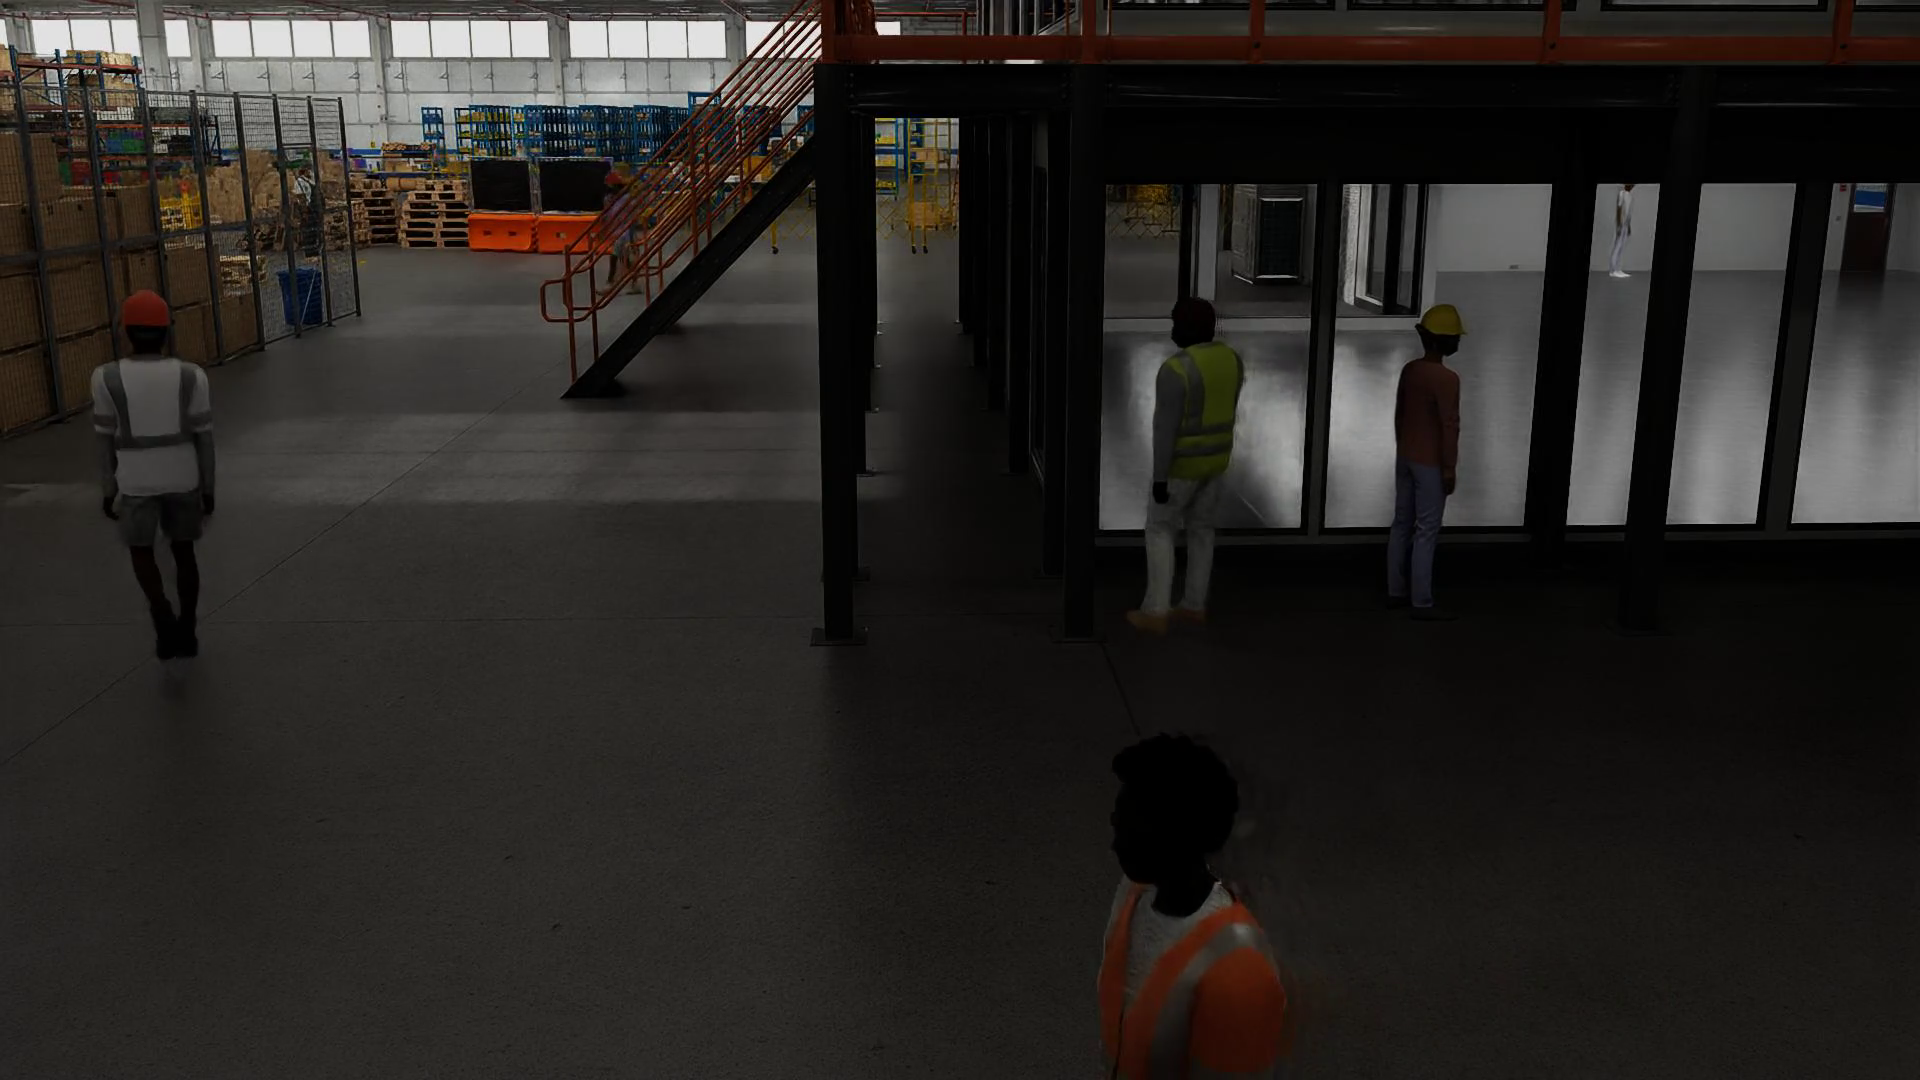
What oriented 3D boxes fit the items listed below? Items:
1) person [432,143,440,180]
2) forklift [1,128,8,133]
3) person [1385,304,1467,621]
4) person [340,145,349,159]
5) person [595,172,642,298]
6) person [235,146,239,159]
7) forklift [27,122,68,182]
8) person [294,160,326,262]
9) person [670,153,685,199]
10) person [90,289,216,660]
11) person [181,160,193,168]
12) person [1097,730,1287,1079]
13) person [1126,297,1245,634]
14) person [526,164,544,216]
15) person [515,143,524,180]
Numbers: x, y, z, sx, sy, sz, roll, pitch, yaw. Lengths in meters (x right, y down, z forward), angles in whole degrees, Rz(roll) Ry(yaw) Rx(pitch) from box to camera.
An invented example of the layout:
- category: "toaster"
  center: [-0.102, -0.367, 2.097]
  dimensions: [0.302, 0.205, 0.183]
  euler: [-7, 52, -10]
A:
- category: "person"
  center: [-25.778, -18.642, 81.981]
  dimensions: [0.664, 1.829, 0.565]
  euler: [-4, 15, -15]
- category: "forklift"
  center: [-37.615, -15.273, 66.378]
  dimensions: [1.129, 2.768, 1.873]
  euler: [-1, 14, -2]
- category: "person"
  center: [2.625, -0.435, 9.330]
  dimensions: [0.331, 1.768, 0.526]
  euler: [-4, 15, -17]
- category: "person"
  center: [-30.564, -18.750, 82.551]
  dimensions: [0.323, 1.755, 0.564]
  euler: [4, 15, 14]
- category: "person"
  center: [-5.544, -4.912, 26.794]
  dimensions: [0.614, 1.990, 1.069]
  euler: [13, 19, 43]
- category: "person"
  center: [-32.238, -16.737, 74.390]
  dimensions: [0.616, 1.811, 0.604]
  euler: [1, 14, 3]
- category: "forklift"
  center: [-35.376, -14.773, 64.377]
  dimensions: [1.129, 2.768, 1.873]
  euler: [-1, 14, -2]
- category: "person"
  center: [-13.136, -6.676, 33.717]
  dimensions: [0.538, 2.000, 0.682]
  euler: [-1, 14, -3]
- category: "person"
  center: [-8.889, -11.282, 52.472]
  dimensions: [0.520, 1.873, 0.335]
  euler: [-7, 16, -27]
- category: "person"
  center: [-4.062, -0.298, 8.462]
  dimensions: [0.554, 1.924, 0.581]
  euler: [-8, 16, -30]
- category: "person"
  center: [-30.468, -14.612, 65.641]
  dimensions: [0.629, 1.934, 0.435]
  euler: [12, 18, 40]
- category: "person"
  center: [0.483, 1.155, 3.155]
  dimensions: [0.614, 1.675, 0.539]
  euler: [-5, 15, -20]
- category: "person"
  center: [1.246, -0.401, 9.063]
  dimensions: [0.648, 1.838, 0.464]
  euler: [-12, 18, -39]
- category: "person"
  center: [-10.680, -8.589, 41.989]
  dimensions: [0.798, 1.737, 0.529]
  euler: [3, 14, 12]
- category: "person"
  center: [-20.308, -17.282, 76.431]
  dimensions: [0.584, 1.889, 0.647]
  euler: [-1, 14, -5]
